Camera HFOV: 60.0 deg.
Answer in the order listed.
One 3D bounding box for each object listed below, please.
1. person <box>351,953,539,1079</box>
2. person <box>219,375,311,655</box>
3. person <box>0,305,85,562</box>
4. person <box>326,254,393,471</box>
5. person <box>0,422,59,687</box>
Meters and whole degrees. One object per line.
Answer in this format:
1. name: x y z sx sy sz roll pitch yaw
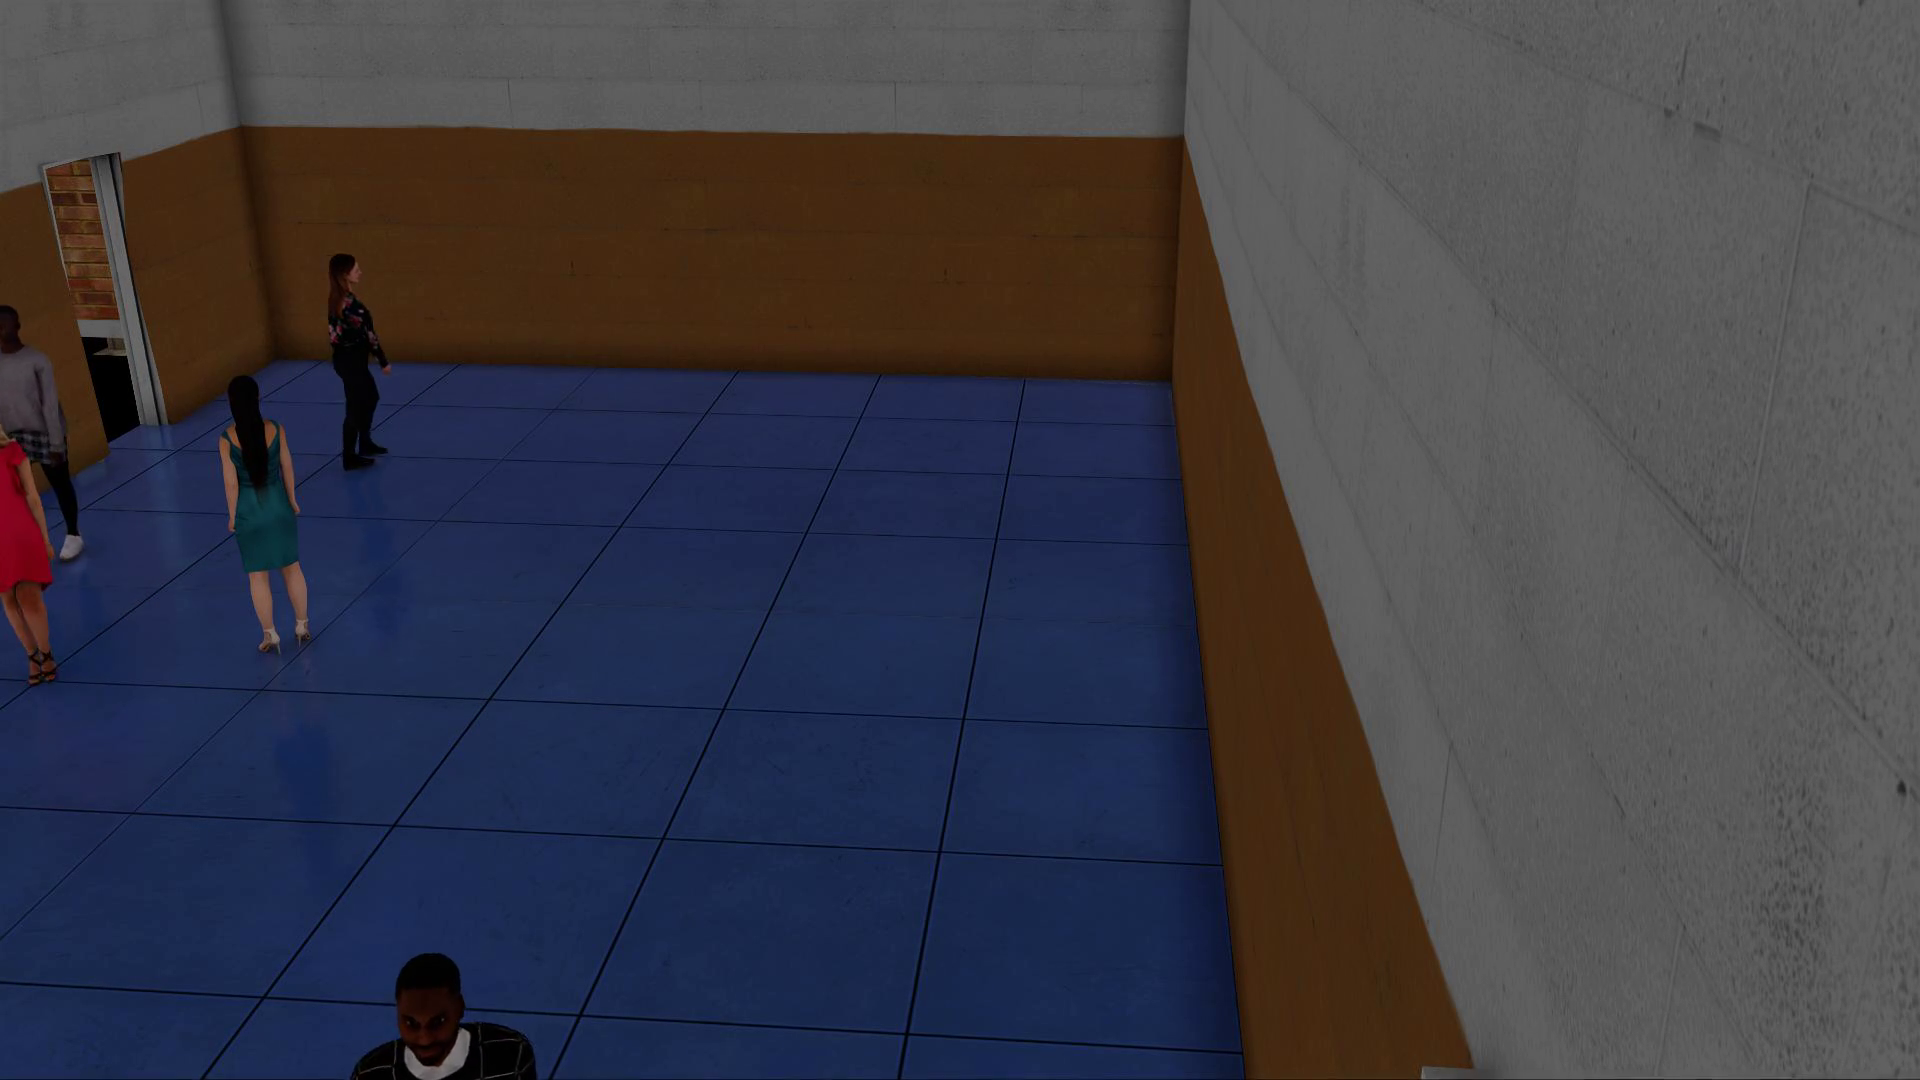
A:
1. person: -1.337 1.845 4.527 0.794 1.806 0.868 -7 23 -17
2. person: -4.039 -0.146 9.642 0.623 1.687 0.680 -18 28 -37
3. person: -6.018 -0.691 10.918 0.914 1.747 0.764 -1 22 -4
4. person: -4.675 -1.316 12.579 0.793 1.668 0.734 -18 28 -38
5. person: -5.275 -0.010 9.265 0.659 1.715 0.750 -6 23 -14
